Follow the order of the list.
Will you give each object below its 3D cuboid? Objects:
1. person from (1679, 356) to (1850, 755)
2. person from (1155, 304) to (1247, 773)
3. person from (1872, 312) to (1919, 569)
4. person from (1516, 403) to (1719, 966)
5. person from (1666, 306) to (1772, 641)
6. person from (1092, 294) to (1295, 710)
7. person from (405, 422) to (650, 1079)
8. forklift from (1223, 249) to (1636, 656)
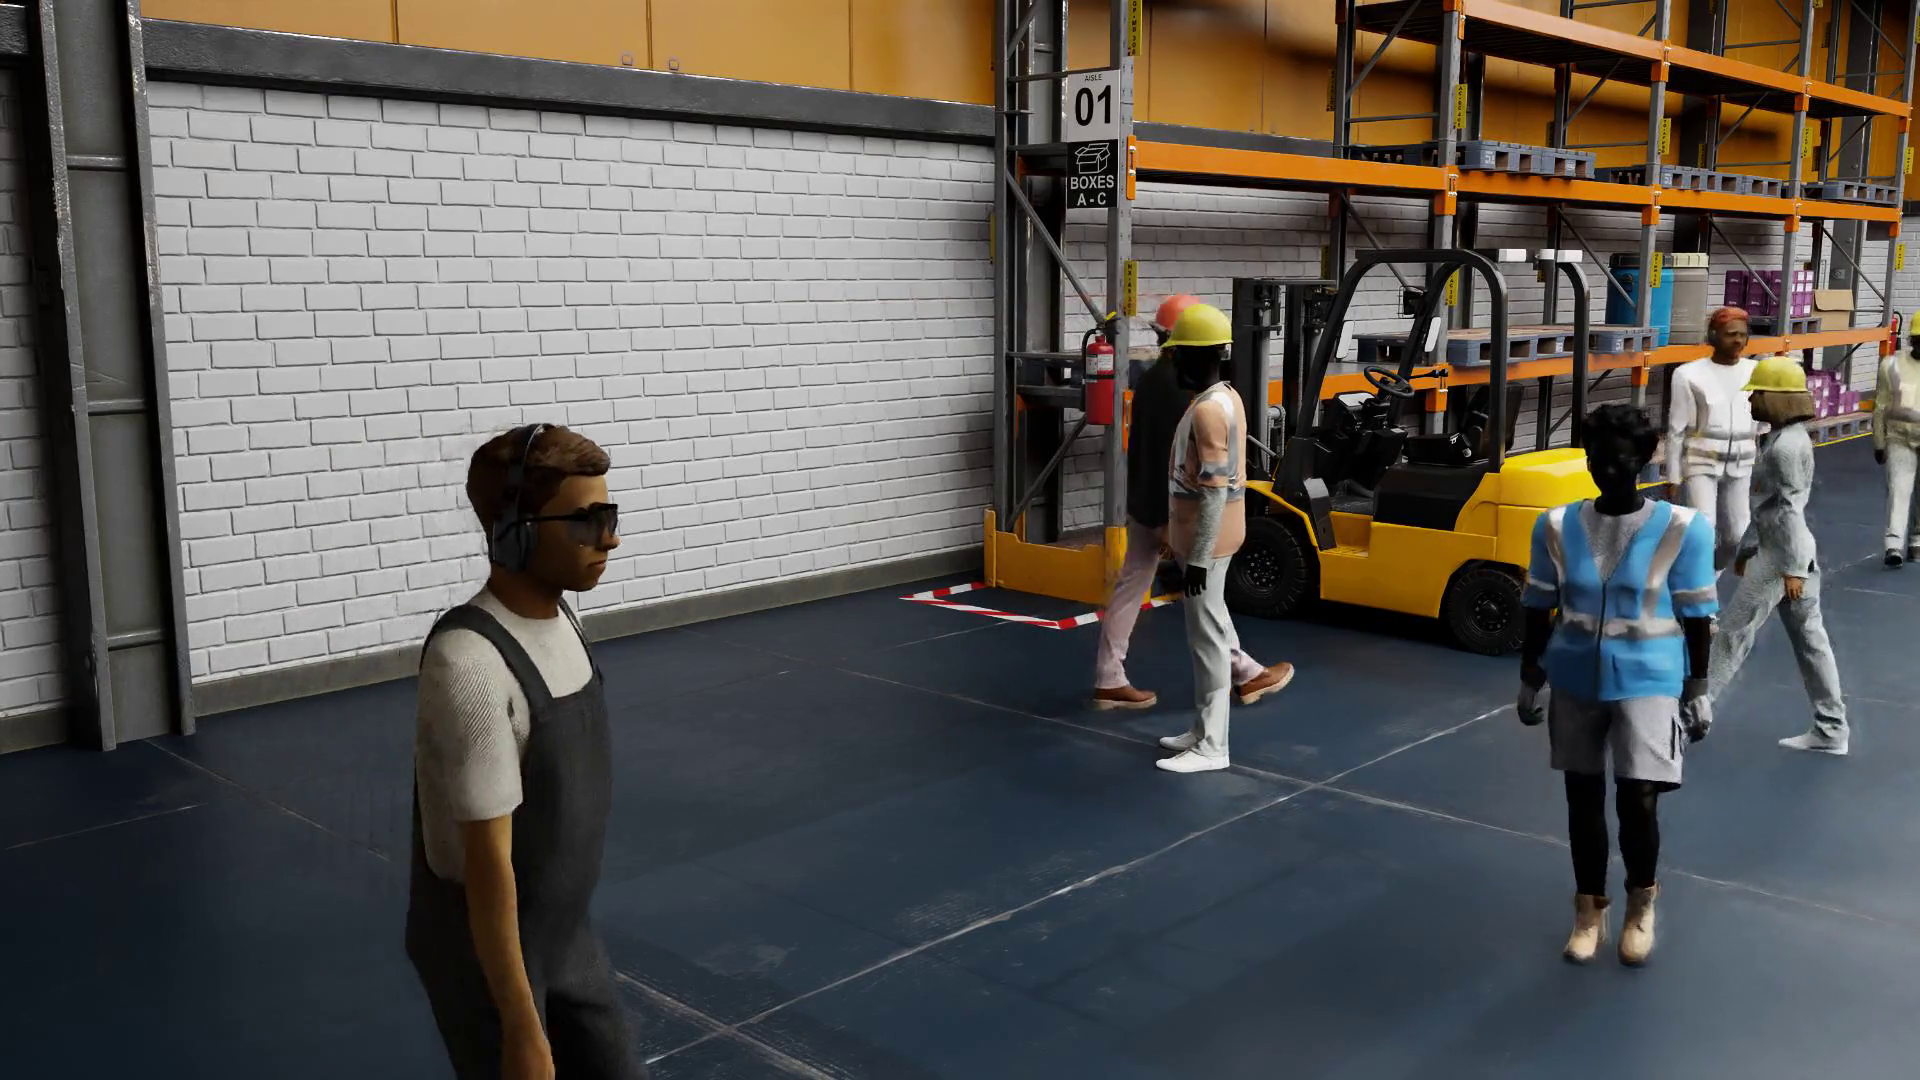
[{"bbox_3d":[3.411,0.069,7.139,0.906,1.697,0.508,5,11,28],"label":"person"},{"bbox_3d":[0.993,-0.002,6.869,0.366,1.926,0.594,2,9,11],"label":"person"},{"bbox_3d":[6.639,-0.687,11.485,0.606,1.781,0.910,5,10,27],"label":"person"},{"bbox_3d":[1.905,0.440,4.892,0.562,1.681,0.370,8,12,39],"label":"person"},{"bbox_3d":[4.280,-0.393,9.449,0.590,1.867,0.652,0,9,2],"label":"person"},{"bbox_3d":[1.075,-0.163,7.786,0.994,1.942,0.651,-2,9,-13],"label":"person"},{"bbox_3d":[-0.726,0.714,2.808,0.390,1.826,0.529,2,9,11],"label":"person"},{"bbox_3d":[2.710,-0.584,9.626,2.313,2.155,1.214,9,13,43],"label":"forklift"}]
